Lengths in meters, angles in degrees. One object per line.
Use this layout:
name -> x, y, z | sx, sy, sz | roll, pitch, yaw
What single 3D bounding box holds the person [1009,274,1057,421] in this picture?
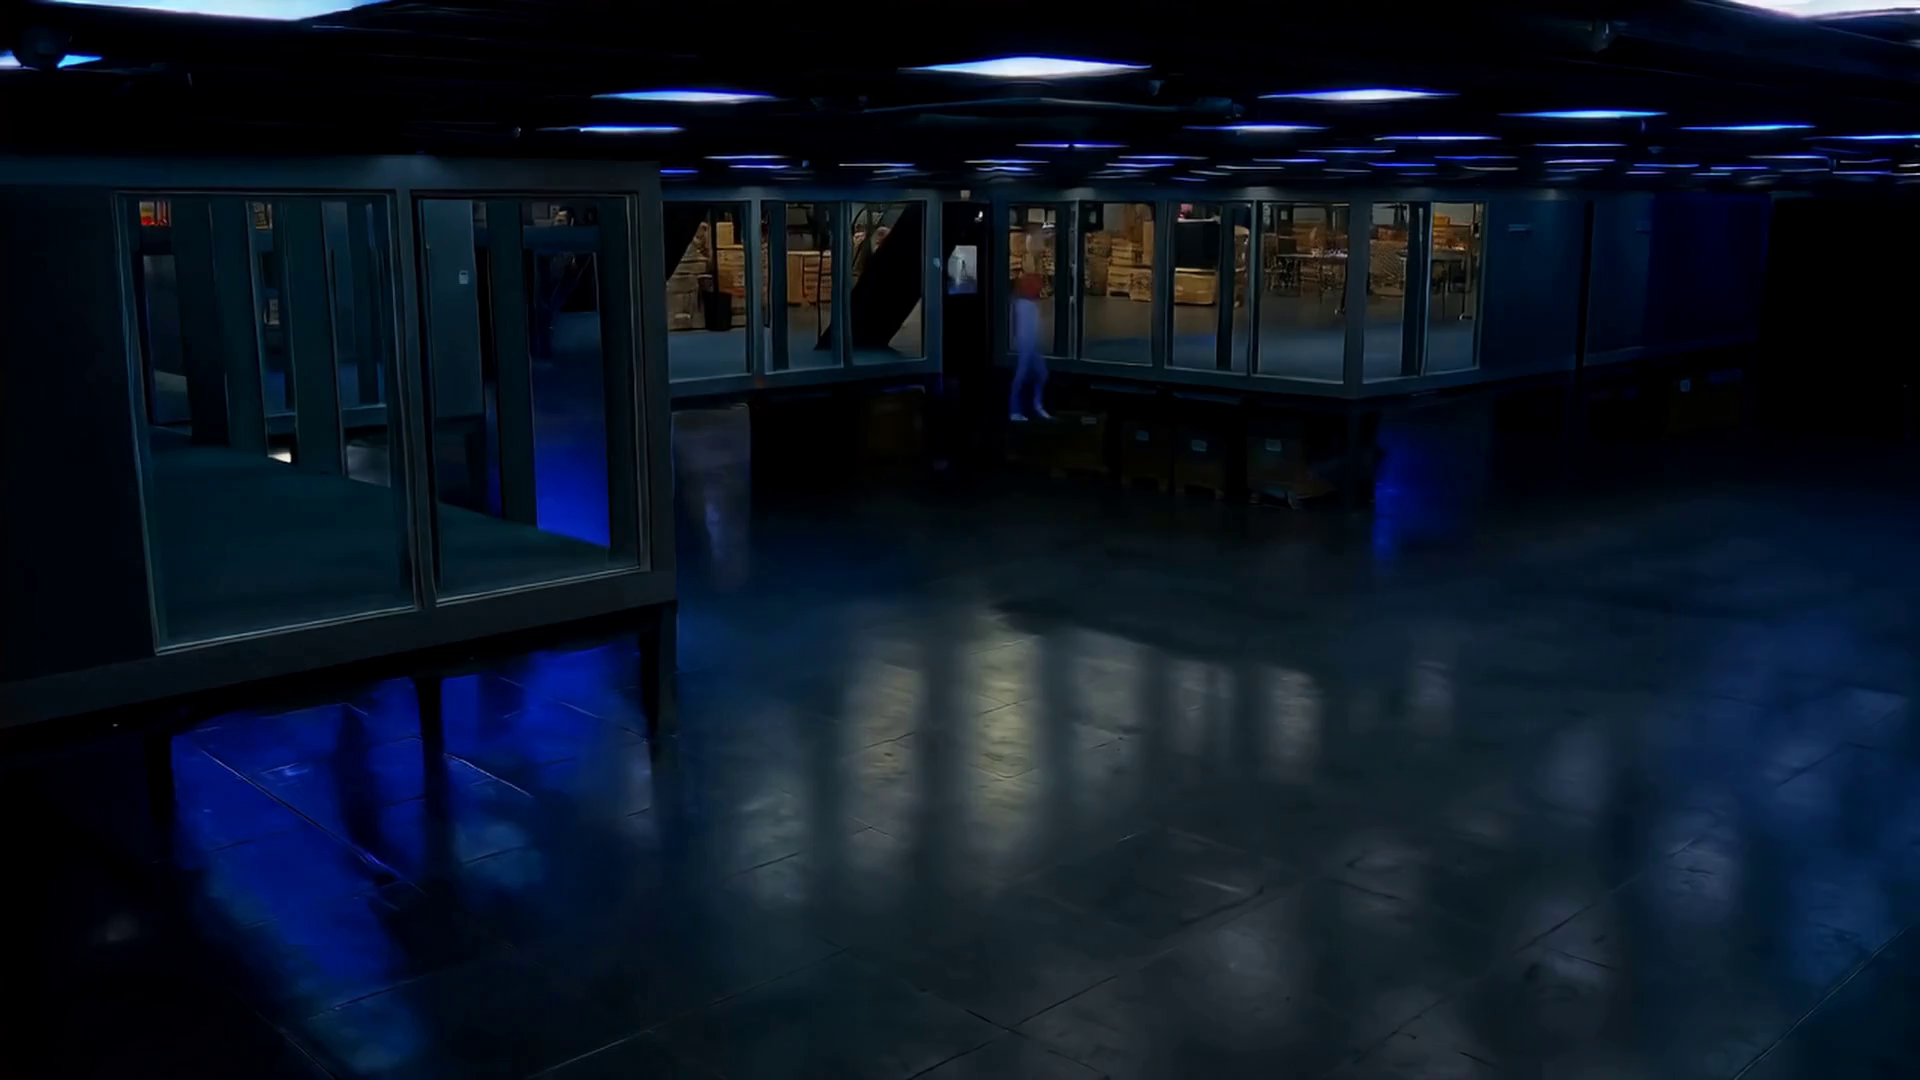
person -> 0.807, -2.088, 18.167 | 0.633, 1.612, 0.500 | 6, 13, 28
